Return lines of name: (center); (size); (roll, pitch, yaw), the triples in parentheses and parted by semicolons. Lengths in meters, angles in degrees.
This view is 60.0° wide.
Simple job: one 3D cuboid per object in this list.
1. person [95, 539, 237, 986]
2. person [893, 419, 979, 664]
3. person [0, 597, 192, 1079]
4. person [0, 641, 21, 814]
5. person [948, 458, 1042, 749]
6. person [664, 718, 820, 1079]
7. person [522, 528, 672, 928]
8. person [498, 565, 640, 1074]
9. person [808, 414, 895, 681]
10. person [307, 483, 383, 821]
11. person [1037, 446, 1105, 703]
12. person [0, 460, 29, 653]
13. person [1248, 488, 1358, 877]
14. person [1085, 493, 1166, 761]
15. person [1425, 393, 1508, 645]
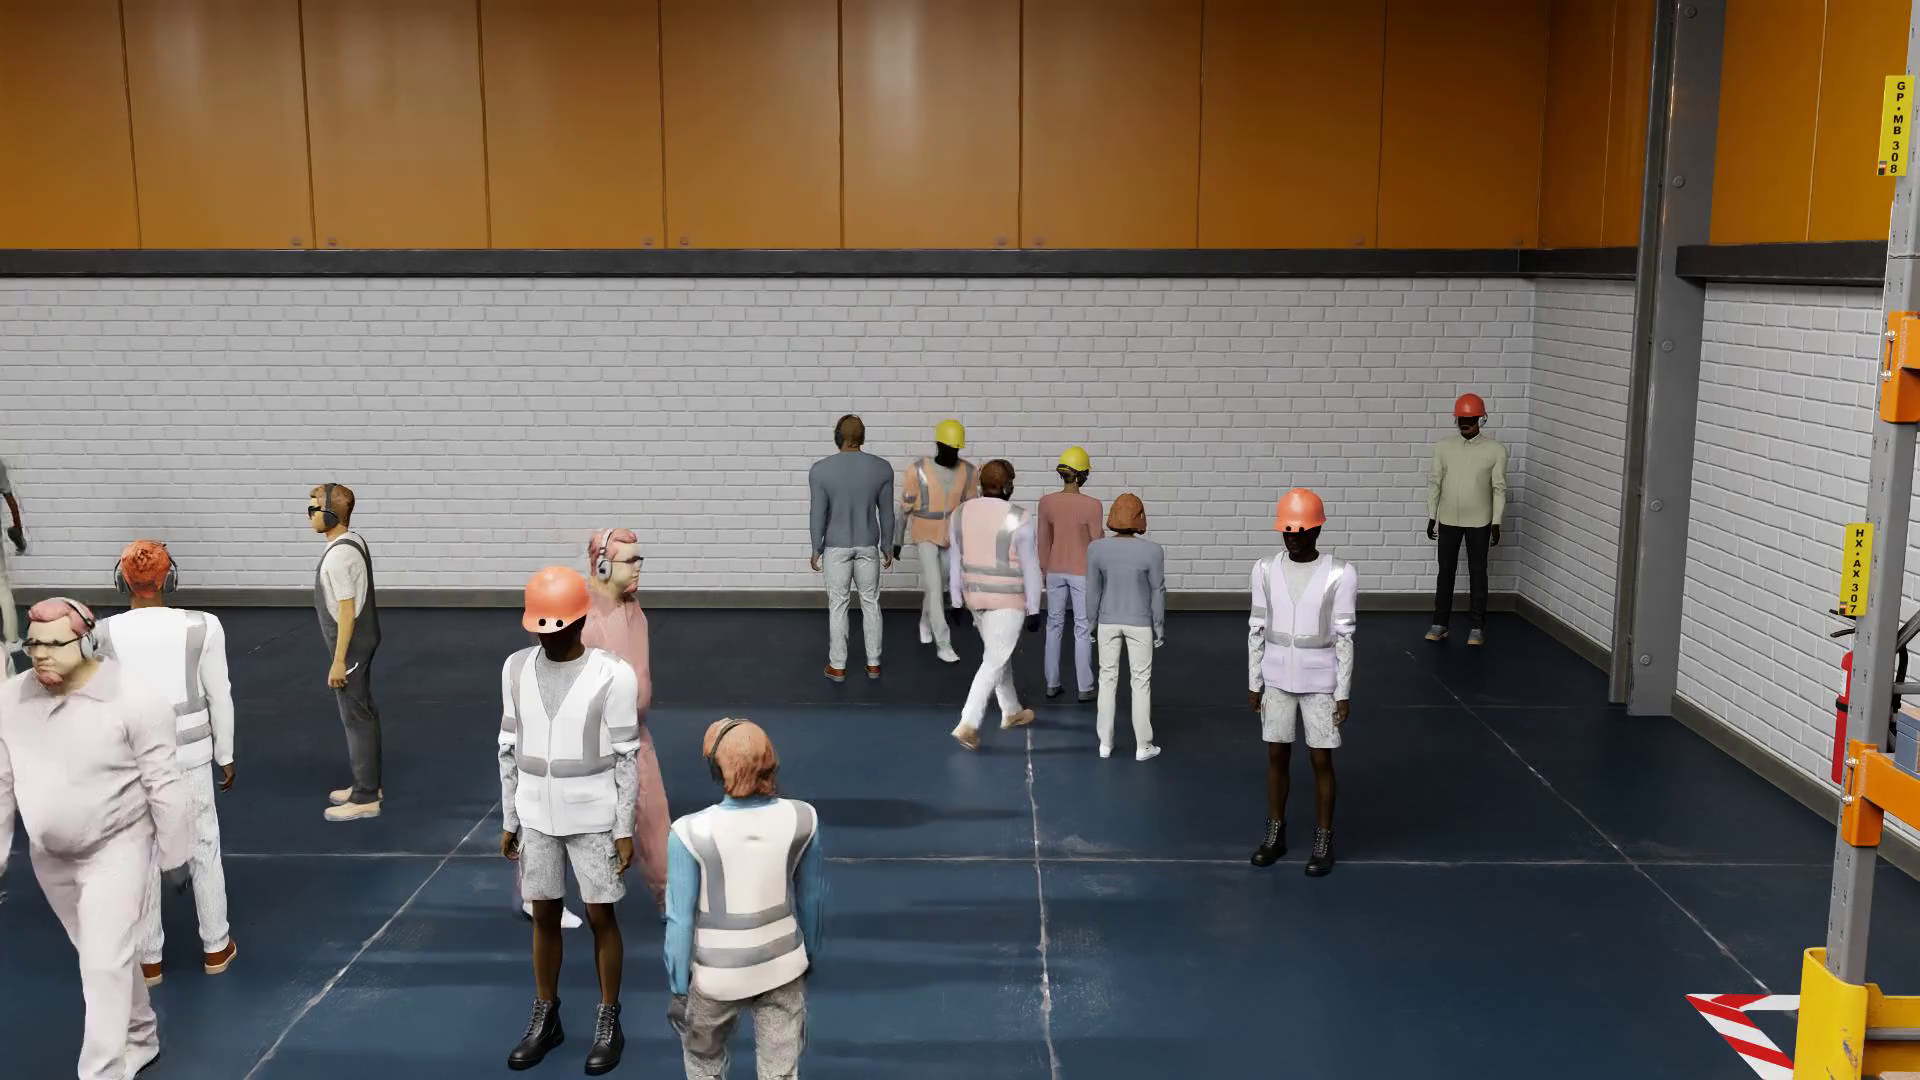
person: (-3.346, 0.929, 6.981); (0.572, 1.883, 0.356); (-5, 11, -25)
person: (-0.200, -0.036, 12.885); (0.625, 1.857, 1.001); (-4, 10, -23)
person: (-3.112, 1.131, 5.798); (0.656, 1.868, 0.904); (2, 10, 10)
person: (-4.332, 0.998, 7.464); (0.819, 1.584, 0.561); (1, 10, 9)
person: (0.210, 0.386, 10.485); (0.632, 1.807, 0.945); (7, 12, 38)
person: (-0.708, 1.342, 5.270); (0.547, 1.613, 0.648); (-5, 11, -27)
person: (-1.572, 0.868, 7.439); (0.986, 1.855, 0.648); (4, 10, 21)
person: (-1.465, 1.038, 6.194); (0.543, 1.928, 0.374); (2, 10, 10)
person: (-0.783, 0.056, 12.037); (0.636, 1.938, 0.358); (-3, 10, -17)
person: (-3.337, 0.603, 9.046); (0.347, 1.846, 0.505); (-2, 10, -11)
person: (0.778, 0.237, 11.475); (0.523, 1.769, 0.315); (6, 11, 33)
person: (-7.492, 0.004, 12.683); (0.370, 1.841, 0.830); (6, 11, 32)
person: (1.672, 0.699, 8.225); (0.542, 1.933, 0.382); (5, 11, 28)
person: (1.008, 0.527, 10.130); (0.498, 1.633, 0.287); (4, 10, 22)
person: (4.008, -0.167, 13.211); (0.611, 1.995, 0.380); (5, 11, 30)
